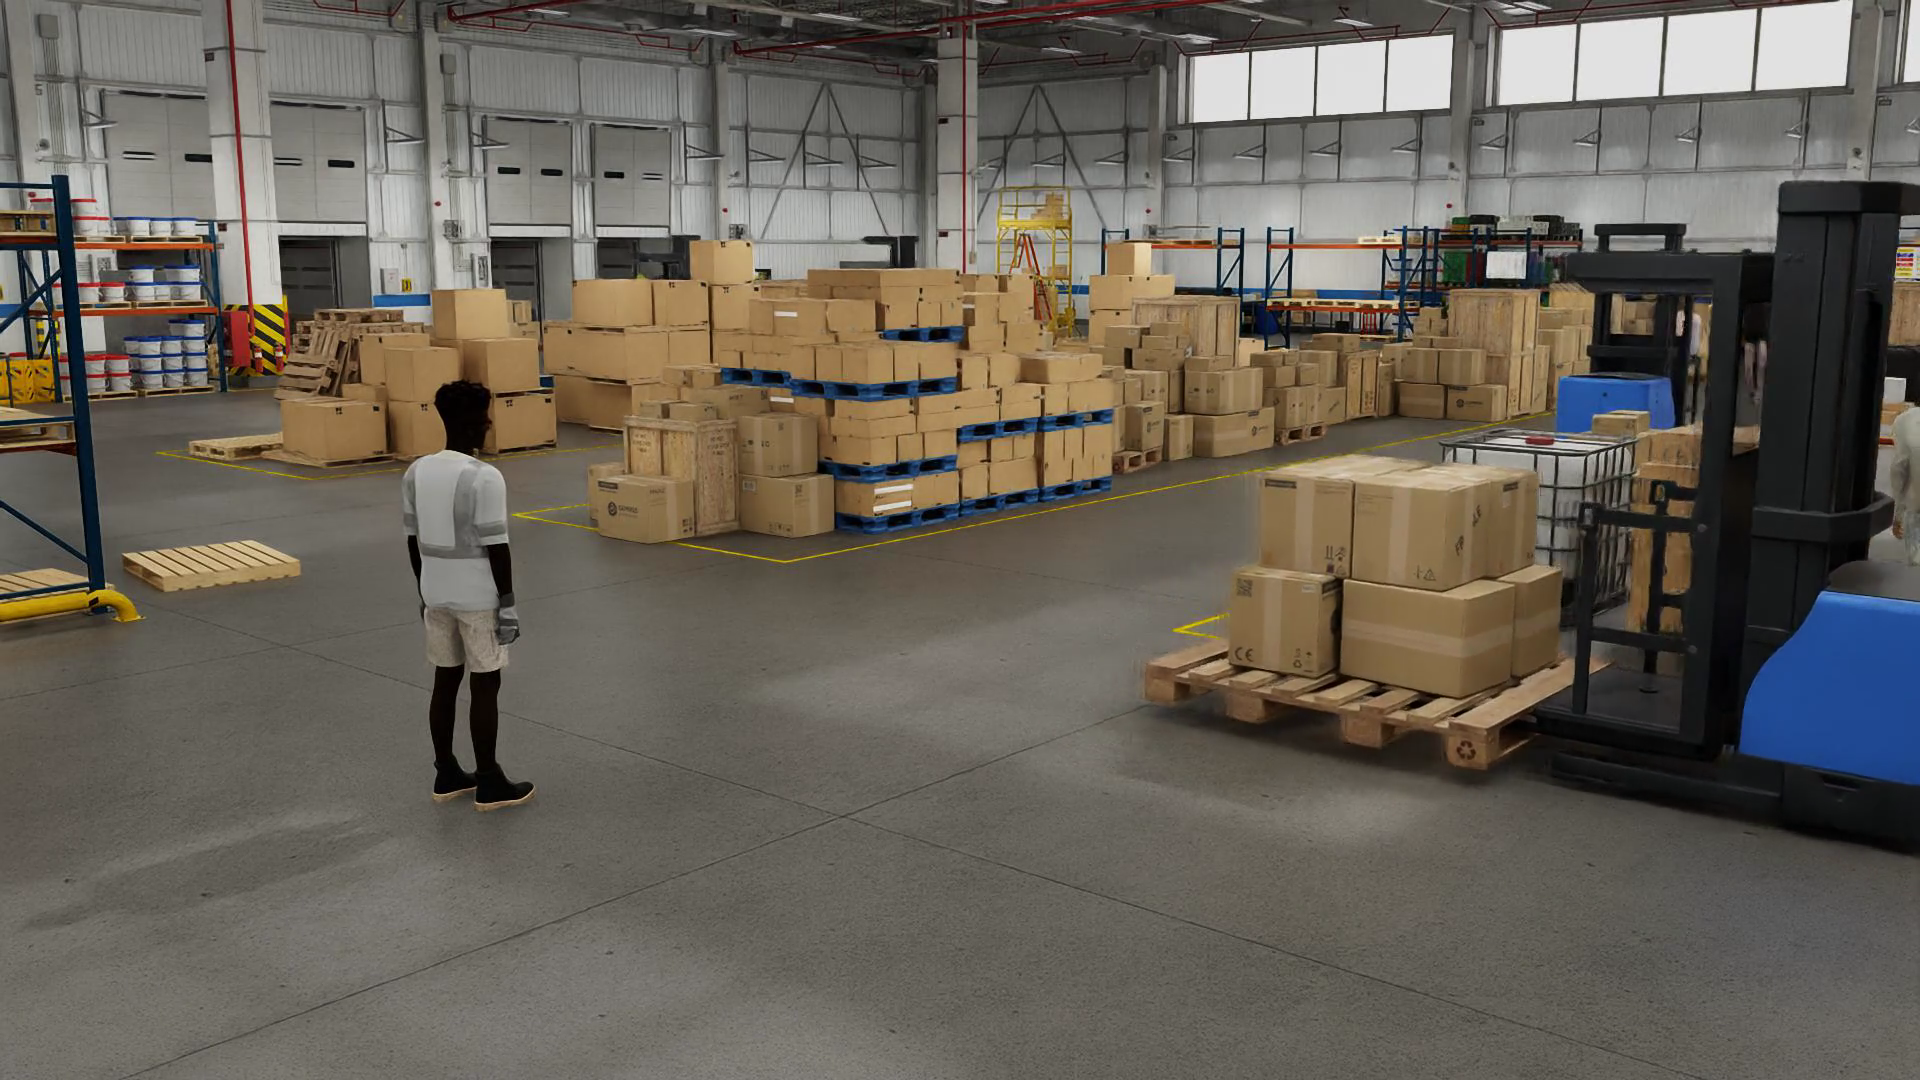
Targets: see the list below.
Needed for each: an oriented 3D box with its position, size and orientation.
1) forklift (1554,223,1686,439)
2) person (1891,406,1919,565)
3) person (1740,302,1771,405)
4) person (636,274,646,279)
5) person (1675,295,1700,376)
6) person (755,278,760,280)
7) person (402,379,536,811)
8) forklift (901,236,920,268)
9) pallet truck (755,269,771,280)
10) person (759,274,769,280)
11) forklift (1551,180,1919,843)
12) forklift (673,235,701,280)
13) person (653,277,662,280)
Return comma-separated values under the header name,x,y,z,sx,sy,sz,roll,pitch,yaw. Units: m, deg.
name,x,y,z,sx,sy,sz,roll,pitch,yaw
forklift,7.764,-2.255,19.228,1.129,2.768,1.873,8,13,40
person,6.067,-0.160,10.189,1.041,1.879,0.730,-9,14,-43
person,13.115,-3.223,27.349,0.622,1.968,0.903,6,11,29
person,-7.515,-5.300,39.278,0.375,1.925,0.595,8,13,38
person,11.482,-3.022,26.635,0.631,1.819,0.804,7,12,33
person,-4.103,-4.298,33.549,0.349,1.935,0.635,-1,10,-5
person,-2.244,0.248,7.578,0.613,1.963,0.361,6,12,32
forklift,-1.208,-5.765,39.217,1.873,2.768,1.129,-1,10,-4
pallet truck,-4.996,-6.432,45.525,1.885,1.965,0.823,-6,12,-32
person,-5.226,-6.030,43.566,0.712,1.877,0.601,4,11,20
forklift,3.884,-0.193,7.491,1.873,2.768,1.129,8,13,40
forklift,-6.013,-5.343,36.811,1.873,2.768,1.129,-5,11,-28
person,-6.519,-4.725,36.011,0.636,1.931,0.377,-5,11,-25
